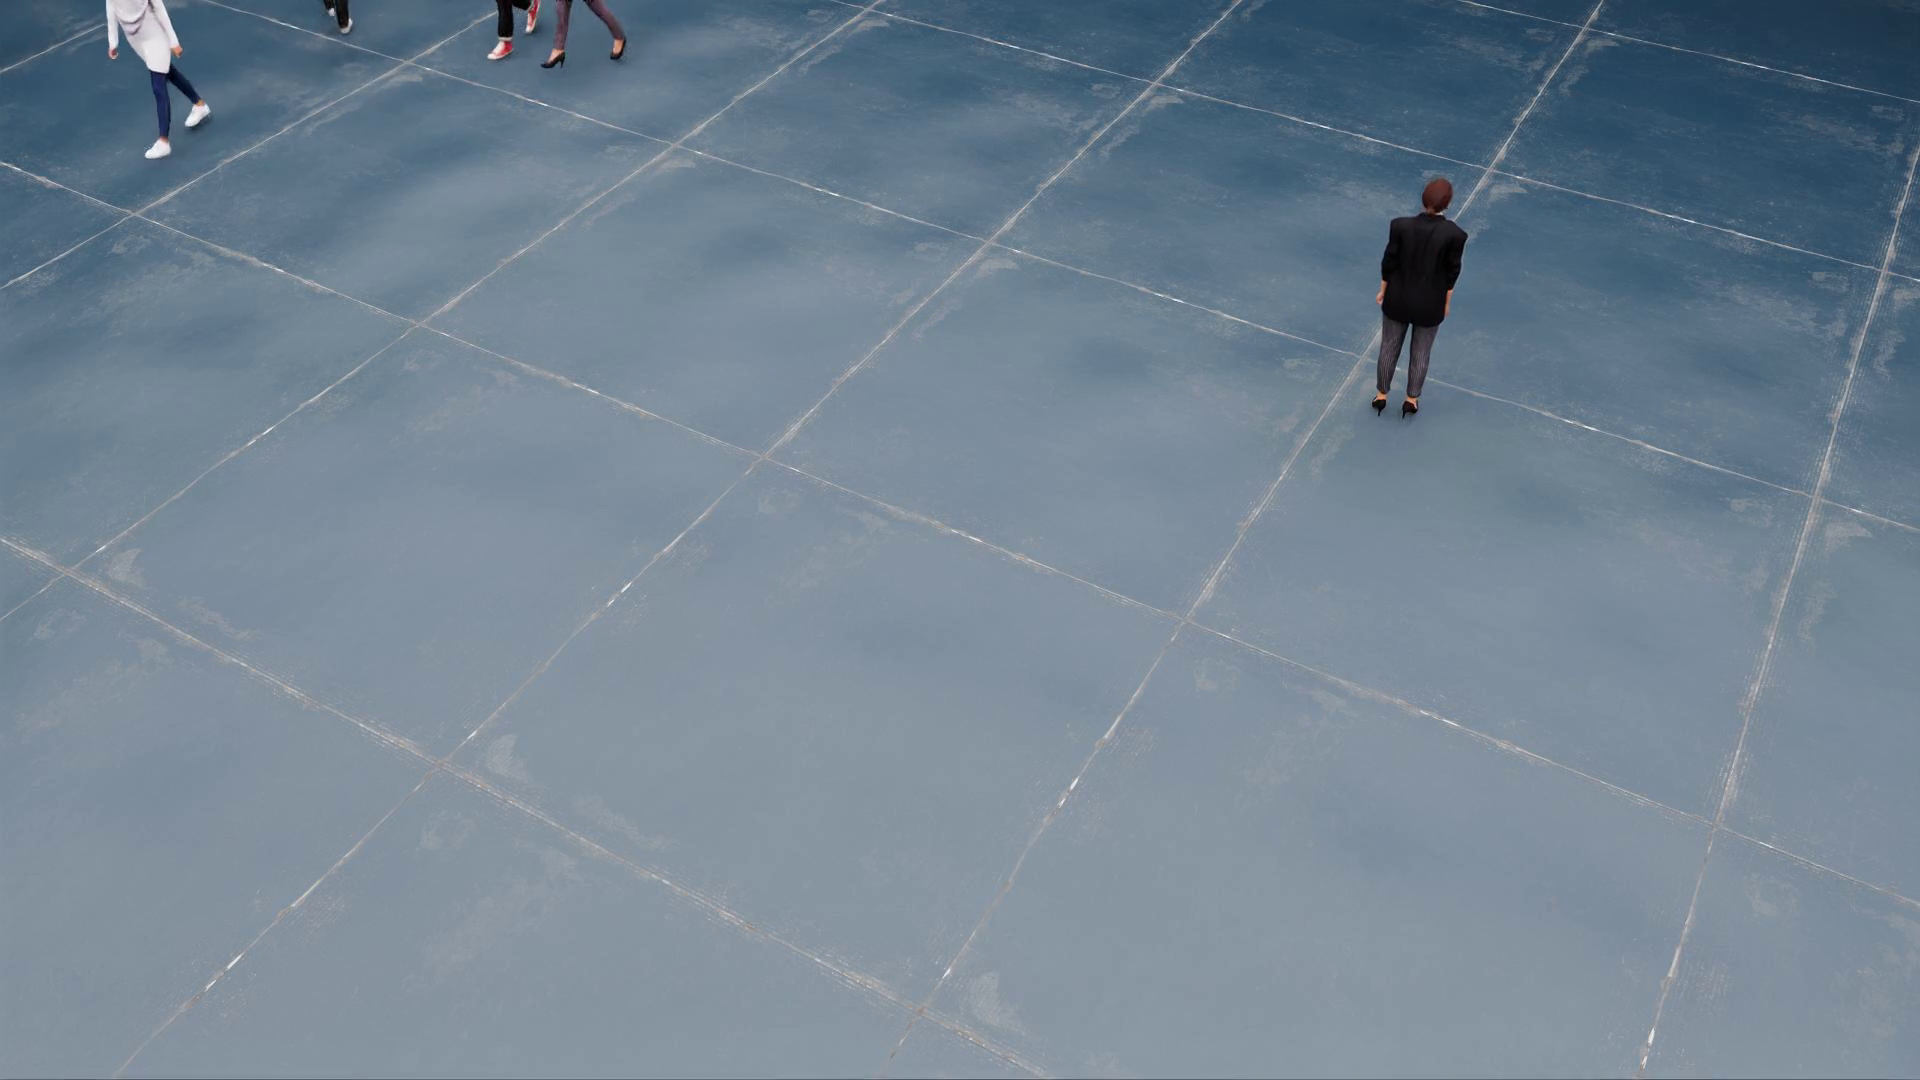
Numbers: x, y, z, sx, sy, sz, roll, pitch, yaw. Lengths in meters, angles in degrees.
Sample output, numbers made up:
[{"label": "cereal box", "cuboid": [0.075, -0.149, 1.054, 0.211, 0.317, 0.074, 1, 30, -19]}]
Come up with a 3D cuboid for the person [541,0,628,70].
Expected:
[{"label": "person", "cuboid": [-3.226, -4.864, 14.380, 1.130, 1.617, 0.915, -25, 48, -25]}]

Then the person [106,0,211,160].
[{"label": "person", "cuboid": [-6.469, -4.038, 13.387, 0.777, 1.729, 1.181, 13, 44, 14]}]

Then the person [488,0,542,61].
[{"label": "person", "cuboid": [-4.028, -5.206, 14.658, 0.698, 1.749, 1.042, 22, 47, 23]}]

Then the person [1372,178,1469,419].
[{"label": "person", "cuboid": [2.902, -1.519, 10.621, 0.671, 1.718, 0.618, 15, 44, 16]}]
